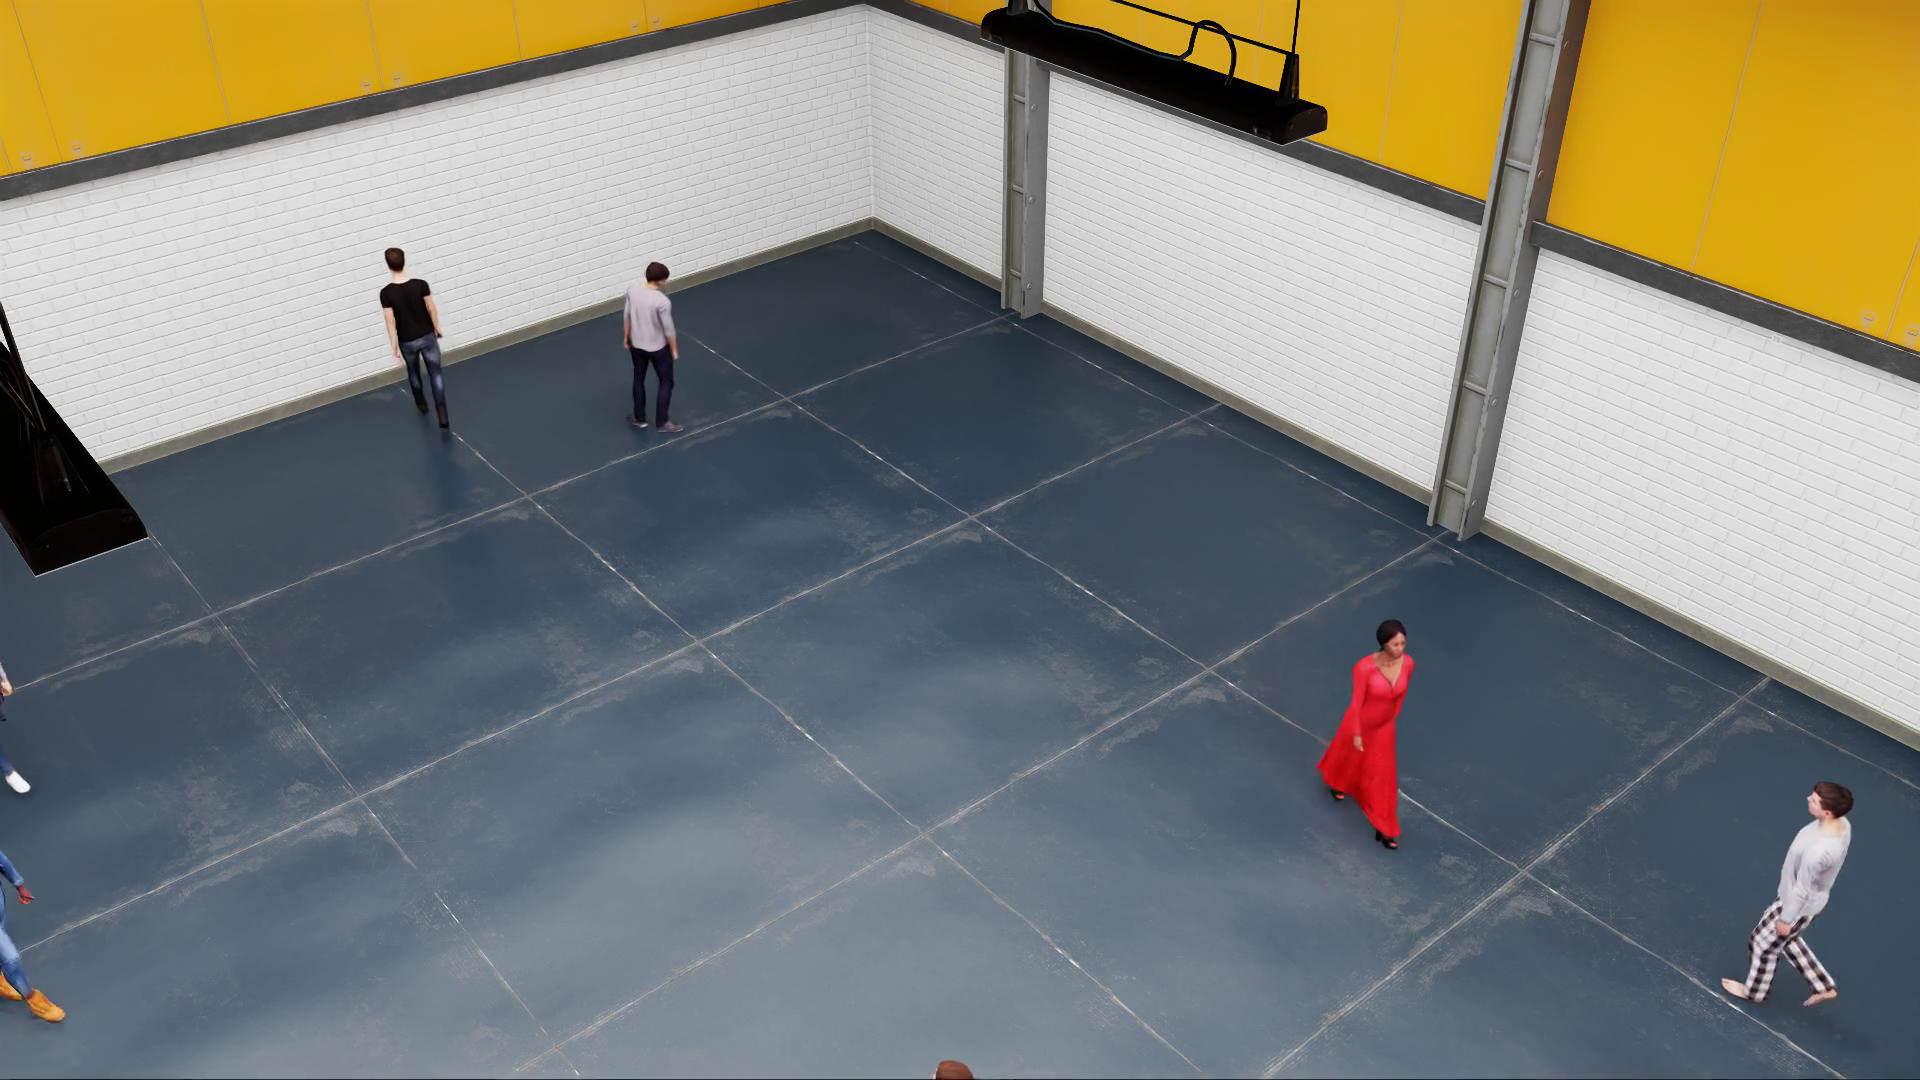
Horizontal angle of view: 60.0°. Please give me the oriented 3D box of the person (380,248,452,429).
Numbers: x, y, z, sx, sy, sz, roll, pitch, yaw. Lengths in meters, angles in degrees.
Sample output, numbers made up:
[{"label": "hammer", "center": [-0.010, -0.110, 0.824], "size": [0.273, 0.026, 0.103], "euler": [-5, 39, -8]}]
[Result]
[{"label": "person", "center": [-5.353, -1.968, 16.473], "size": [0.955, 1.869, 1.250], "euler": [-11, 35, -17]}]

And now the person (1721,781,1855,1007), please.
[{"label": "person", "center": [5.229, 2.232, 10.186], "size": [0.881, 1.833, 0.700], "euler": [26, 42, 34]}]

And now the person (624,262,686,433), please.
[{"label": "person", "center": [-3.139, -1.919, 16.457], "size": [0.693, 1.806, 0.942], "euler": [6, 34, 10]}]

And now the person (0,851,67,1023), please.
[{"label": "person", "center": [-6.126, 2.265, 10.266], "size": [1.015, 1.691, 0.932], "euler": [6, 34, 9]}]

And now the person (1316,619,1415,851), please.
[{"label": "person", "center": [2.850, 1.266, 11.731], "size": [0.991, 1.732, 1.235], "euler": [-6, 34, -10]}]

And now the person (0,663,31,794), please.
[{"label": "person", "center": [-7.218, 1.055, 12.073], "size": [1.102, 1.705, 0.794], "euler": [21, 39, 29]}]
